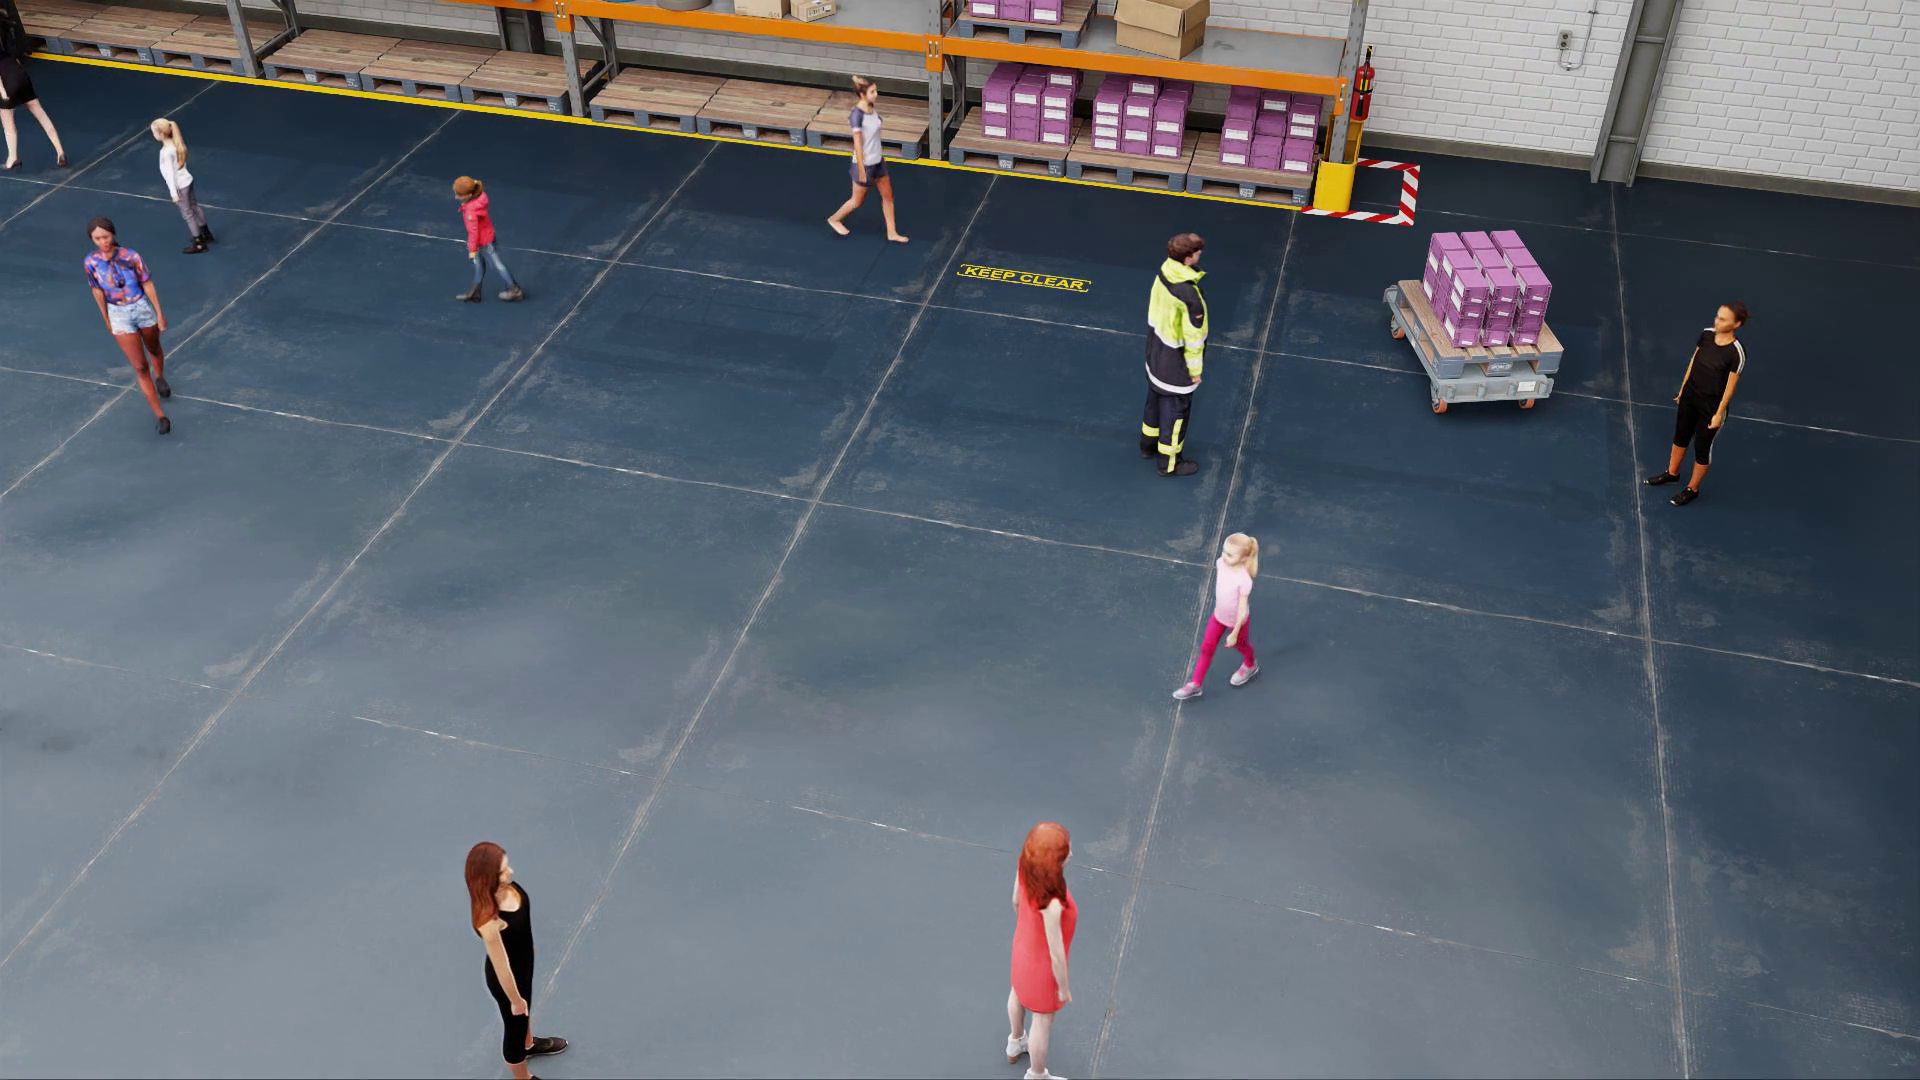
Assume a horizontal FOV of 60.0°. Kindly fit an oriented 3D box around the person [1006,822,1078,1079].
[{"bbox_3d":[0.380,2.055,8.163,0.698,1.826,0.674,-13,40,-16],"label":"person"}]

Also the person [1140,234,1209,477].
[{"bbox_3d":[1.591,-1.390,12.351,0.888,1.983,0.868,-14,41,-17],"label":"person"}]

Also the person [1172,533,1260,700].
[{"bbox_3d":[1.778,0.469,10.614,0.895,1.245,0.882,-24,44,-27],"label":"person"}]

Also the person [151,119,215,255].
[{"bbox_3d":[-7.137,-3.265,15.265,0.585,1.276,0.562,-4,39,-4],"label":"person"}]

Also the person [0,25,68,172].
[{"bbox_3d":[-9.249,-4.441,16.339,0.902,1.773,0.692,8,39,9],"label":"person"}]

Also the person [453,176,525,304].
[{"bbox_3d":[-4.081,-2.618,14.455,0.912,1.274,0.788,-5,39,-6],"label":"person"}]

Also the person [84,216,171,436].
[{"bbox_3d":[-6.468,-1.754,13.042,1.119,1.689,1.140,-17,42,-21],"label":"person"}]

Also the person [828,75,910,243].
[{"bbox_3d":[-0.913,-3.471,15.271,1.054,1.591,0.688,16,41,19],"label":"person"}]

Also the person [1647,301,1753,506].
[{"bbox_3d":[5.449,-1.022,12.143,0.686,1.667,0.654,-14,41,-17],"label":"person"}]

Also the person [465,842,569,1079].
[{"bbox_3d":[-2.212,2.099,8.189,0.624,1.724,0.641,-4,39,-5],"label":"person"}]
